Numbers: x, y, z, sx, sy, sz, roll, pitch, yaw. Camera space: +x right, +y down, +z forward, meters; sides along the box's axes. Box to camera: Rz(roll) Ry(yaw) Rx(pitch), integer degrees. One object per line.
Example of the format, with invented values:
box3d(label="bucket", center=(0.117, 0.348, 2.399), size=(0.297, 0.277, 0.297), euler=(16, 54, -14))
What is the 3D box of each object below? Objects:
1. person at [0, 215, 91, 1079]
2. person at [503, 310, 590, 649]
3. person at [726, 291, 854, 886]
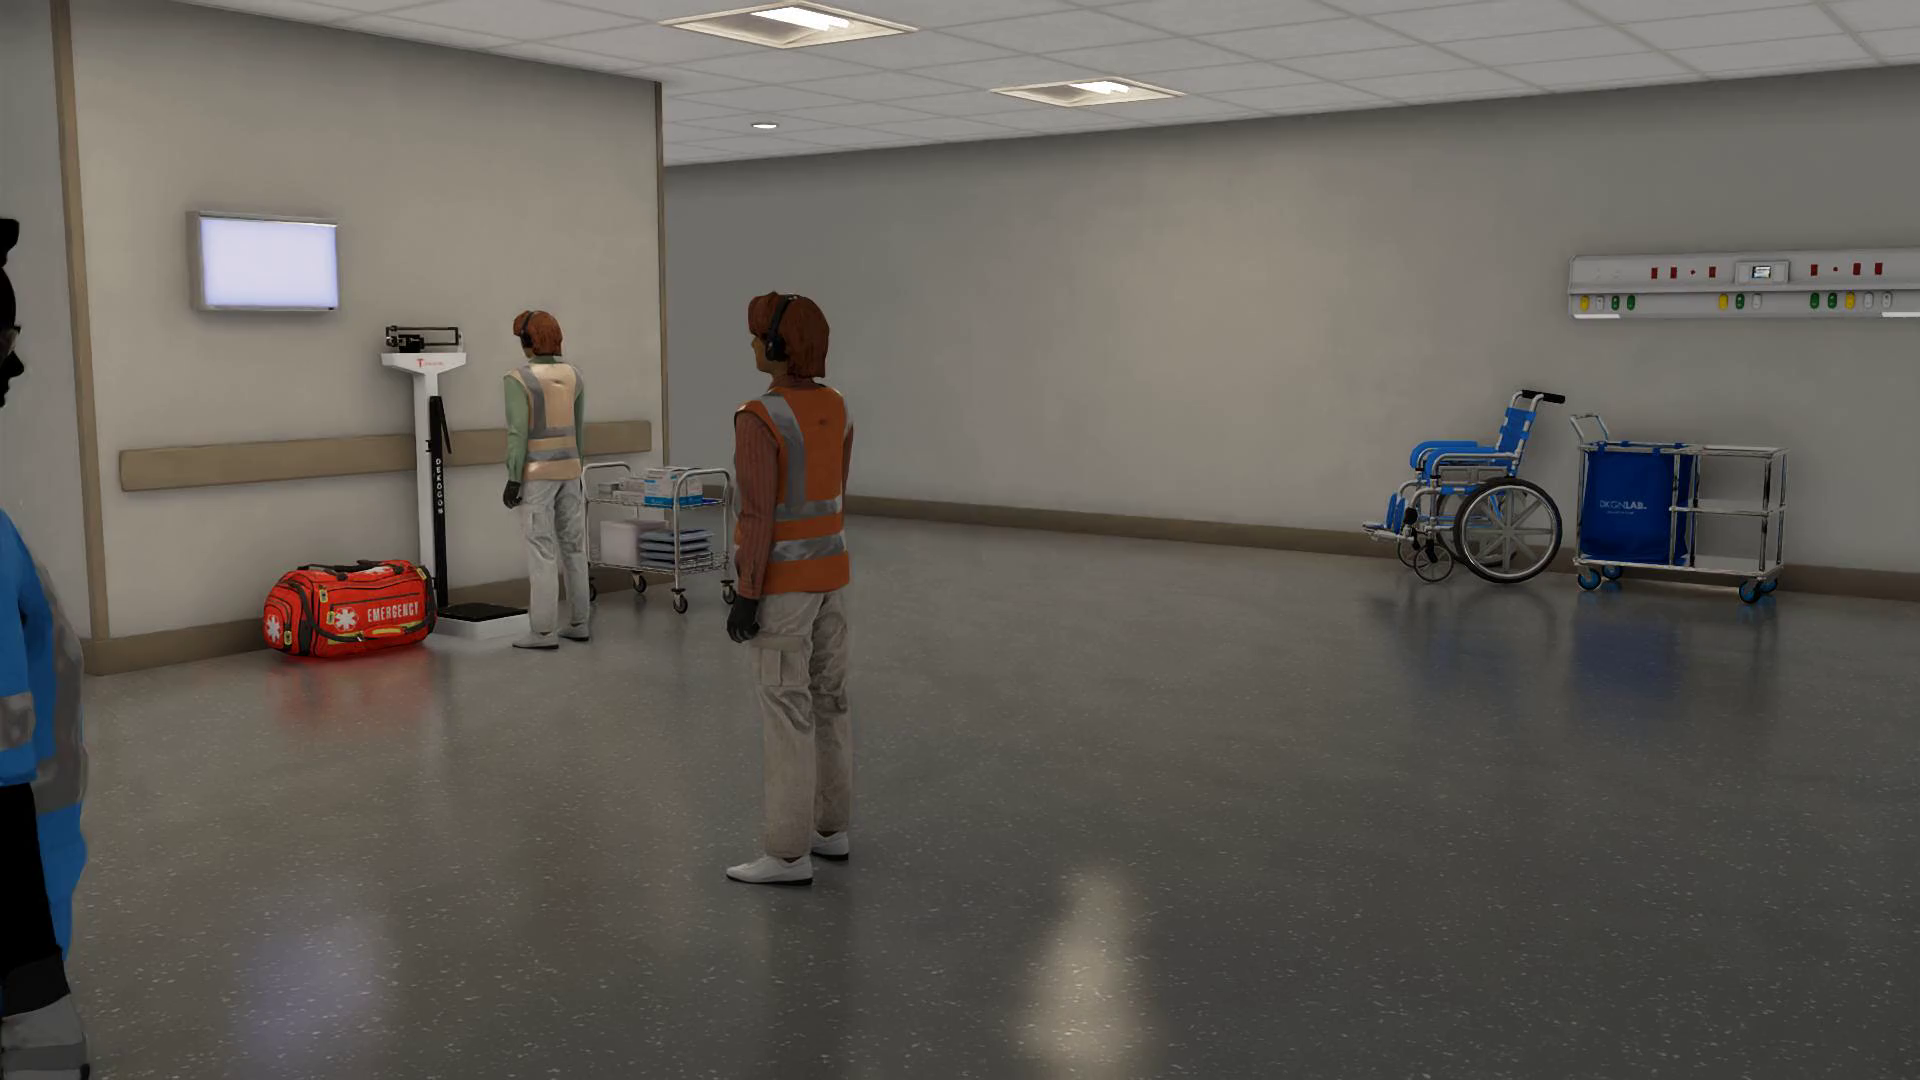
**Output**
box3d(label="person", center=(-1.107, 0.465, 1.780), size=(0.531, 1.697, 0.322), euler=(5, 9, 37))
box3d(label="person", center=(-2.011, -0.290, 8.082), size=(0.311, 1.638, 0.522), euler=(4, 8, 28))
box3d(label="person", center=(-0.464, 0.135, 4.646), size=(0.307, 1.645, 0.514), euler=(3, 8, 24))
